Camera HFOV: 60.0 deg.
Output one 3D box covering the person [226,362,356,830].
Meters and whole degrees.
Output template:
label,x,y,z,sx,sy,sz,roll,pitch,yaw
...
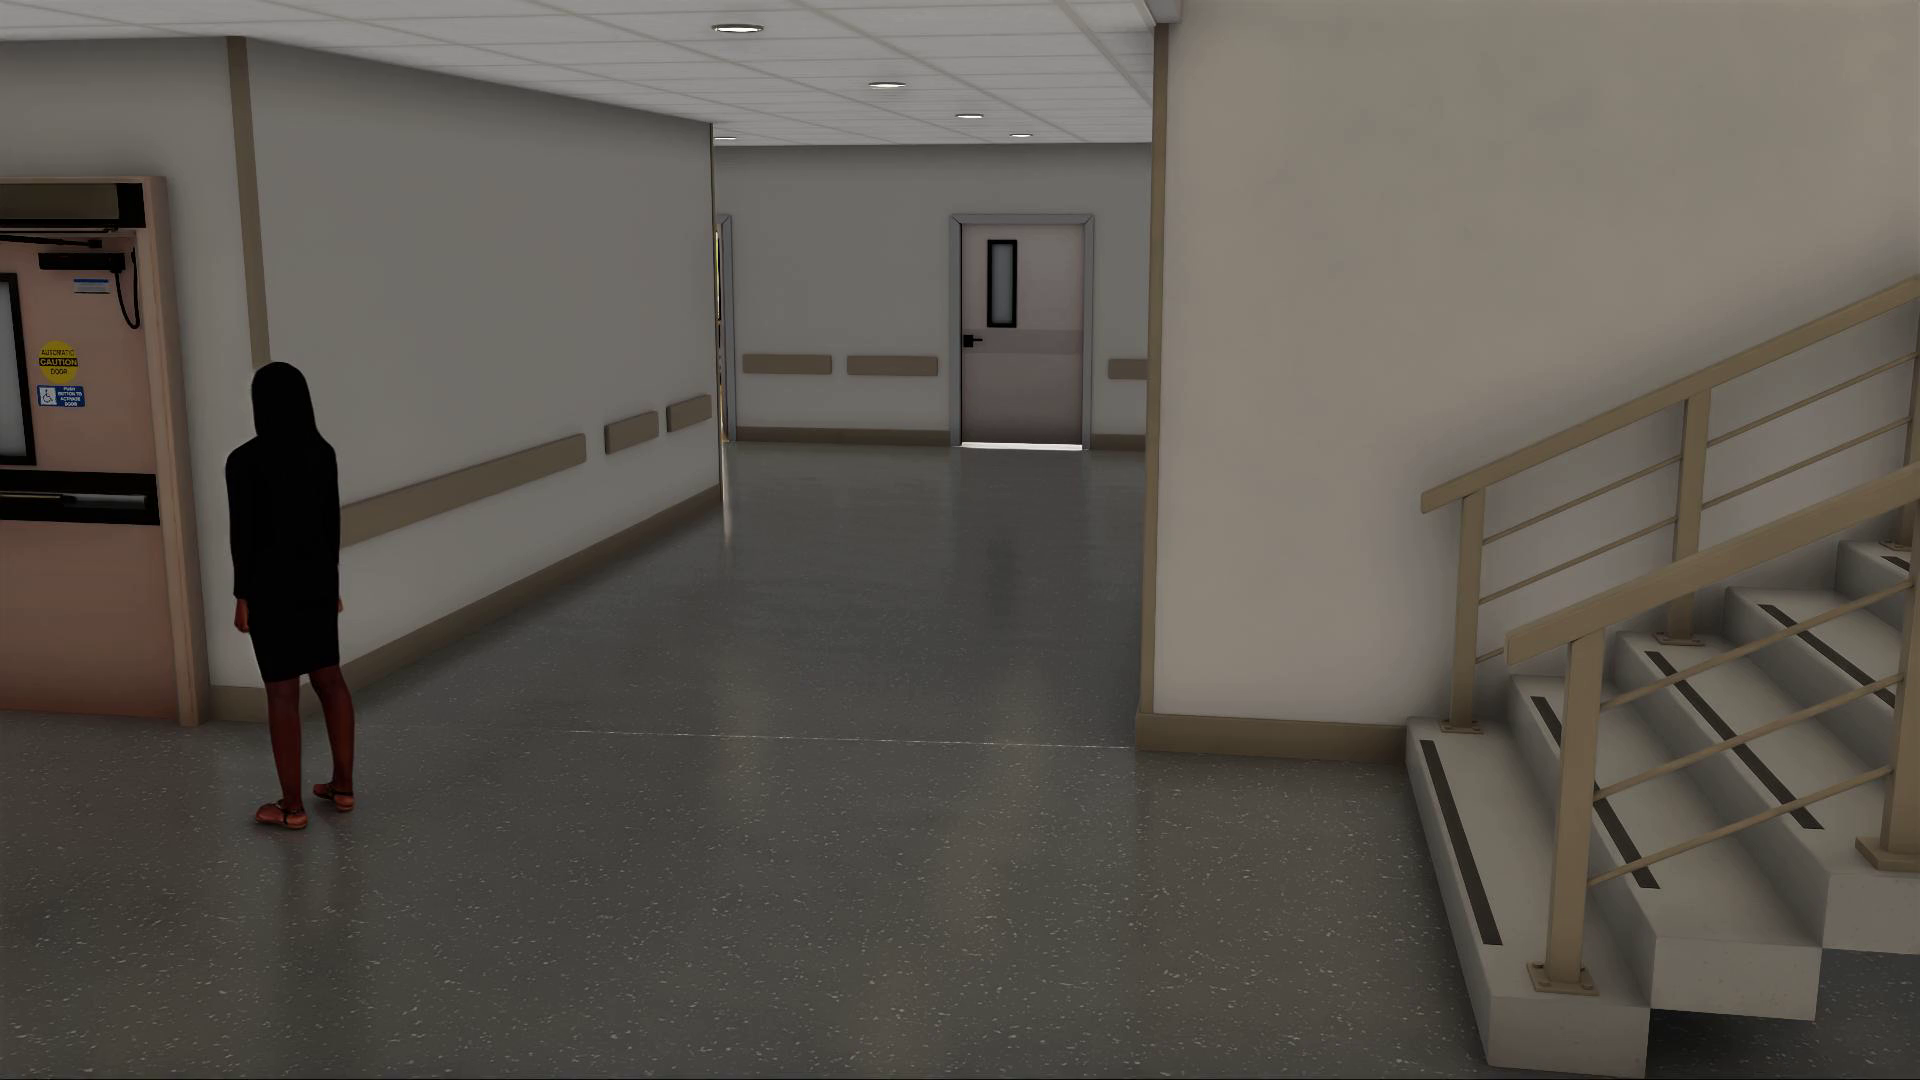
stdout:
label,x,y,z,sx,sy,sz,roll,pitch,yaw
person,-2.489,0.196,6.196,0.606,1.723,0.659,6,12,28
